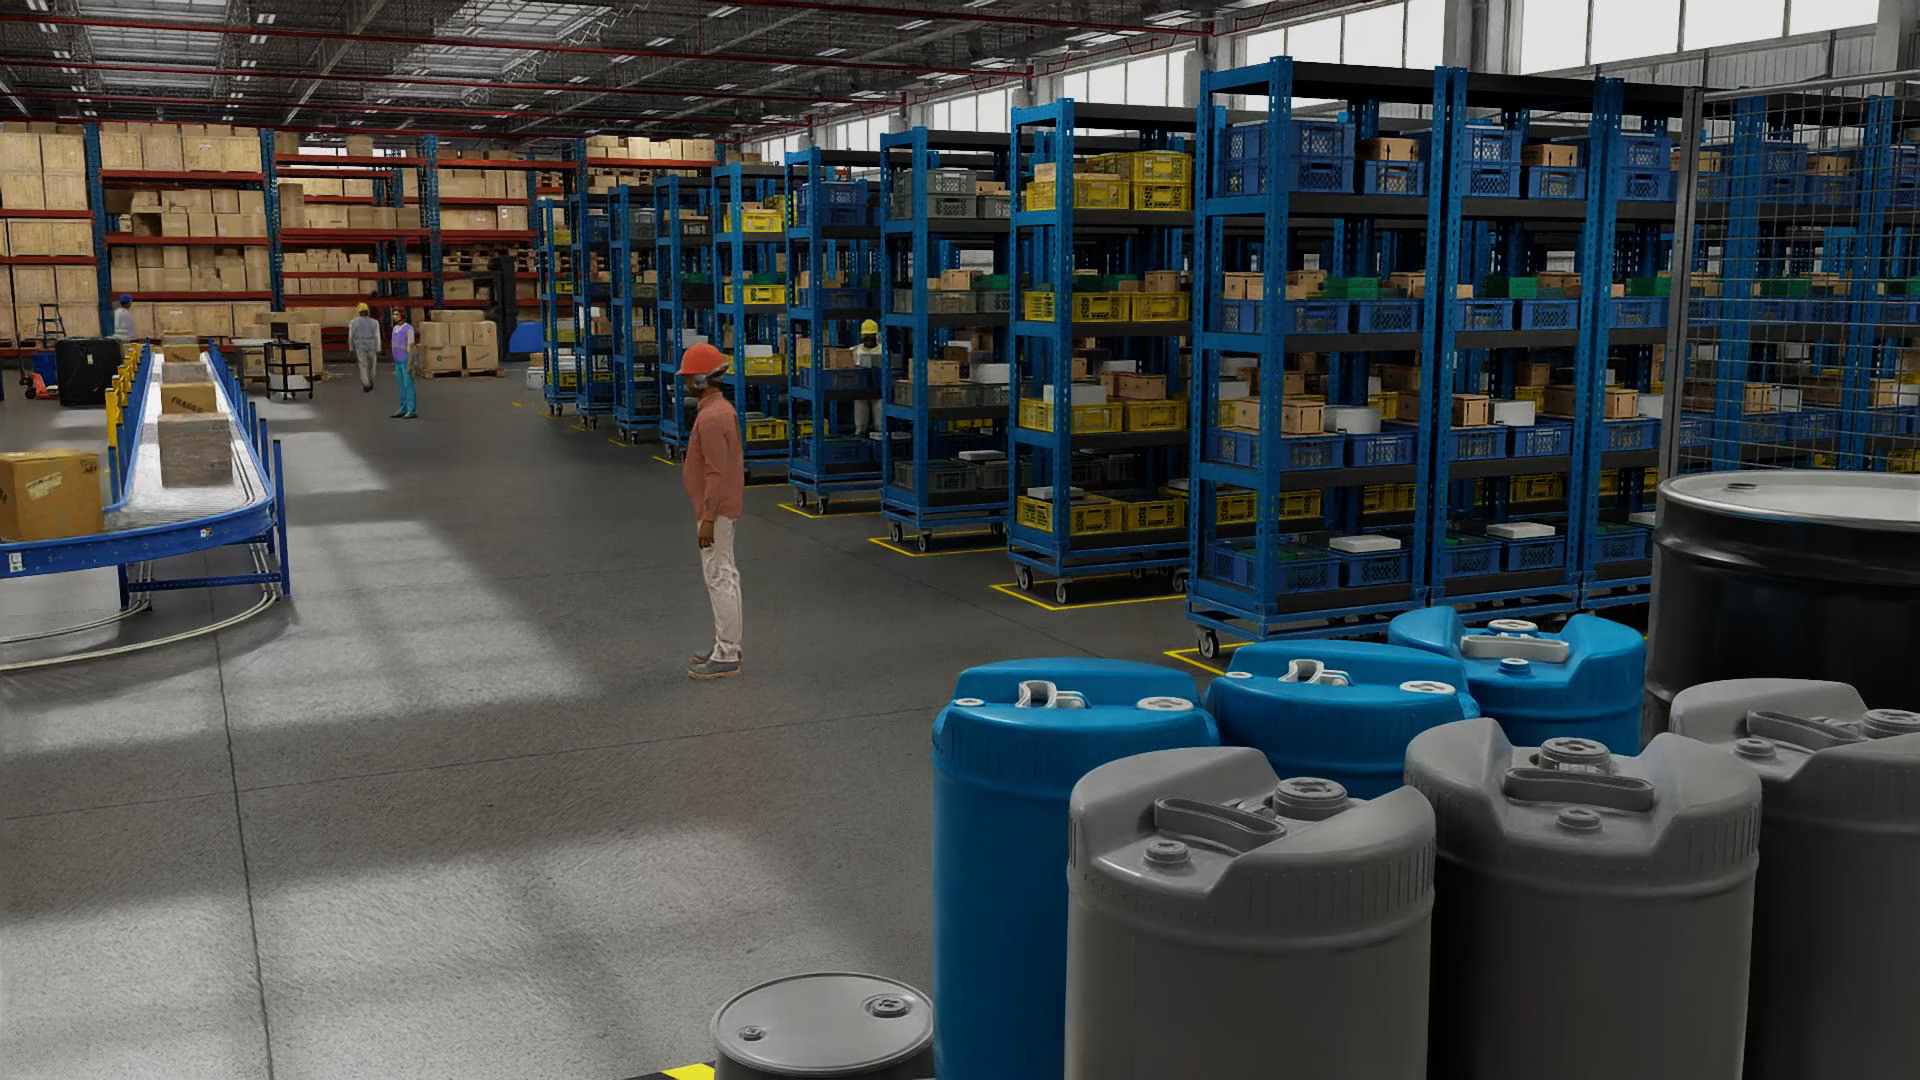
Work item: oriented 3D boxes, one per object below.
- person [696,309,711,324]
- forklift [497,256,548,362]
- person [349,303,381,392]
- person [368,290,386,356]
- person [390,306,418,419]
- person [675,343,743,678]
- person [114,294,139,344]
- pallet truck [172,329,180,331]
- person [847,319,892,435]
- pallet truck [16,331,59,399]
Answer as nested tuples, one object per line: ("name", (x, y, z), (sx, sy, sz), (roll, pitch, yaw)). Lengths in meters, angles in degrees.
("person", (-4.943, -3.864, 33.121), (0.665, 1.887, 0.650), (4, 10, 22))
("forklift", (-11.855, -6.062, 43.697), (1.873, 2.768, 1.129), (-4, 10, -25))
("person", (-11.981, -3.867, 33.485), (0.597, 1.788, 0.957), (-3, 10, -19))
("person", (-16.755, -6.220, 47.693), (0.408, 1.909, 0.638), (4, 10, 22))
("person", (-9.159, -2.920, 27.400), (0.570, 1.845, 0.384), (8, 12, 42))
("person", (-1.482, -0.174, 9.915), (0.394, 1.990, 0.622), (0, 9, -1))
("person", (-18.108, -4.388, 36.257), (0.697, 1.922, 0.649), (-8, 12, -42))
("pallet truck", (-17.275, -3.851, 35.096), (1.601, 1.201, 0.680), (0, 9, 1))
("person", (-1.100, -1.784, 20.395), (0.602, 1.830, 0.404), (0, 9, 3))
("pallet truck", (-17.082, -3.353, 31.781), (1.630, 1.274, 0.653), (-4, 10, -25))
